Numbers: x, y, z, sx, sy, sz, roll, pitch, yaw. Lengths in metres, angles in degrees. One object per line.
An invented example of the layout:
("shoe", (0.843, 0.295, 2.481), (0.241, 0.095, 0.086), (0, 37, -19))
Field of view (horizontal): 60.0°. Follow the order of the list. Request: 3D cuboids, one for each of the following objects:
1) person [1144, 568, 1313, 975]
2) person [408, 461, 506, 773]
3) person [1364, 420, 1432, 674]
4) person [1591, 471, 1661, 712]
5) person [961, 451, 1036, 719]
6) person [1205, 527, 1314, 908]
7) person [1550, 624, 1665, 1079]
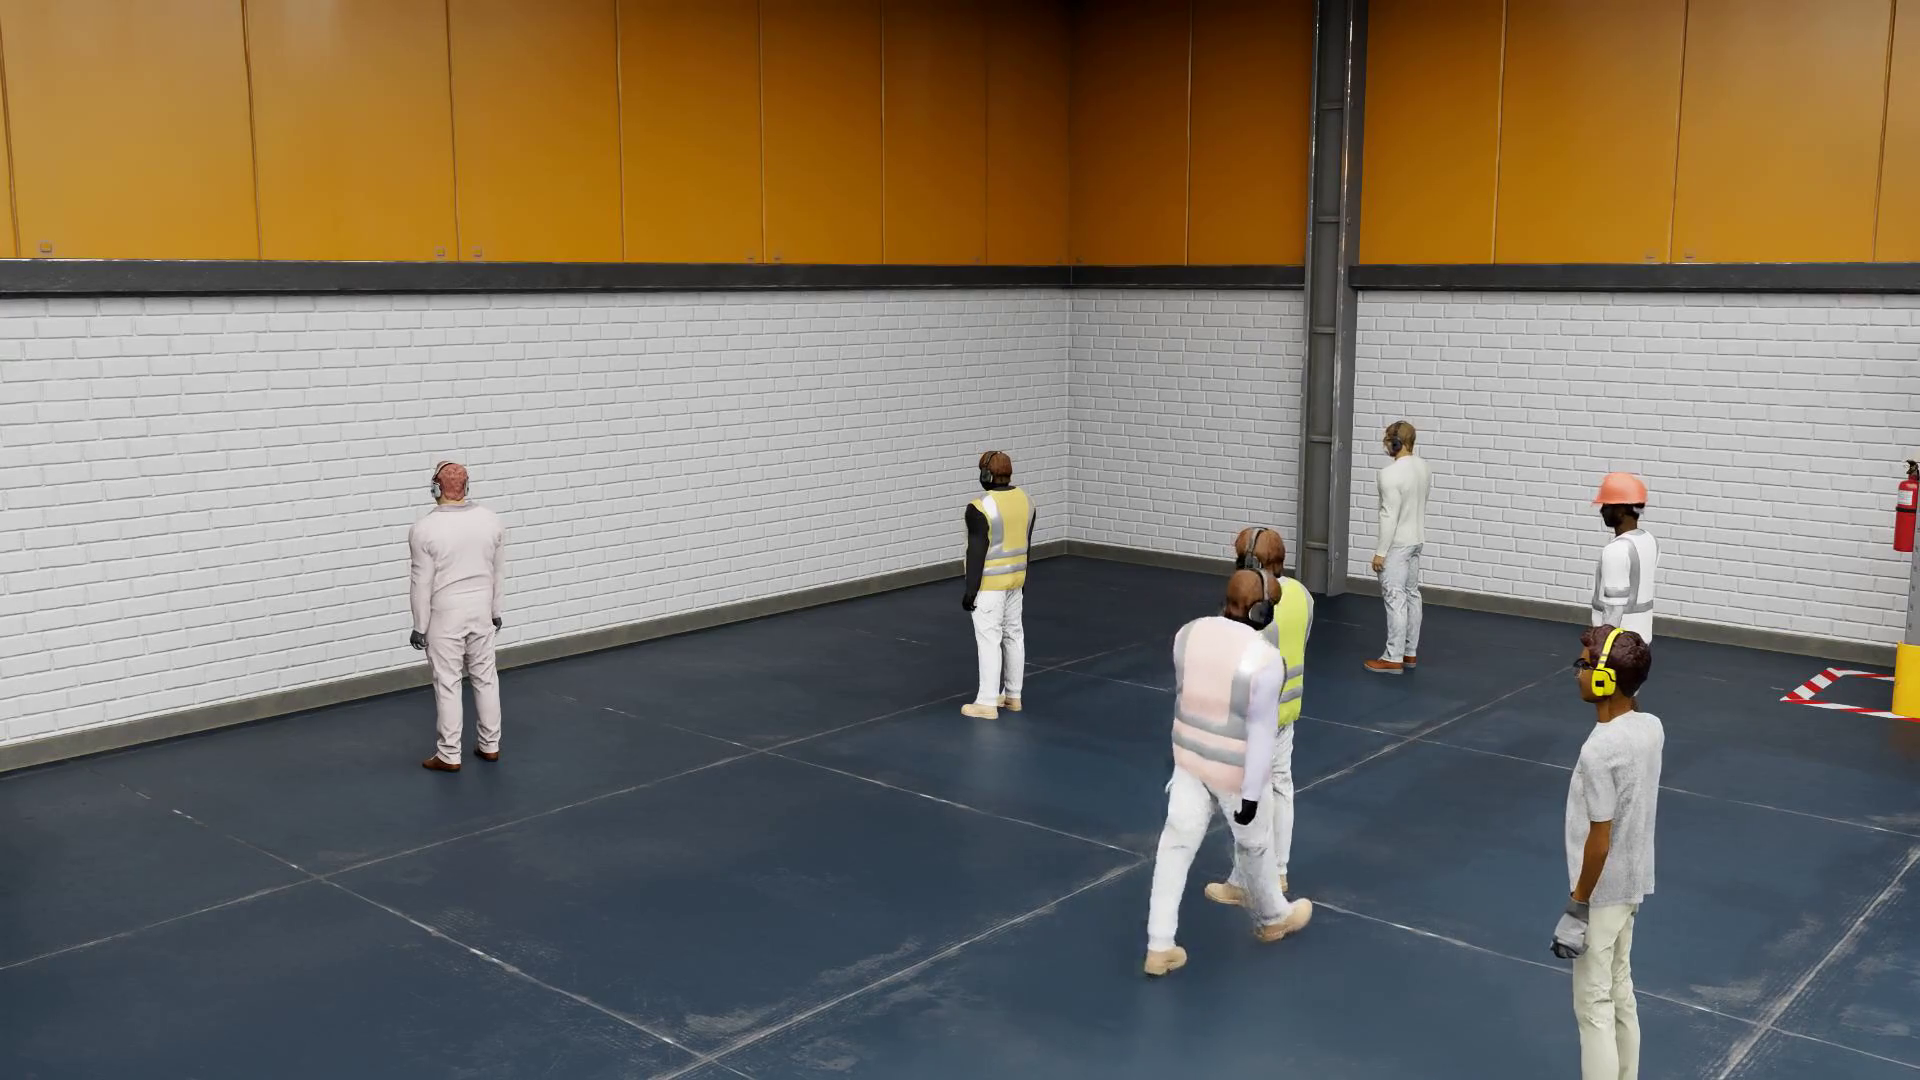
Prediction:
("person", (1.188, 0.996, 7.317), (0.626, 1.778, 1.008), (9, 13, 44))
("person", (-3.095, 0.466, 10.213), (0.410, 1.909, 0.643), (8, 12, 40))
("person", (3.349, 0.052, 12.709), (0.372, 1.940, 0.632), (8, 12, 40))
("person", (3.720, 0.574, 9.432), (0.355, 1.938, 0.544), (8, 12, 40))
("person", (0.235, 0.303, 11.439), (0.429, 1.844, 0.627), (8, 12, 40))
("person", (1.426, 0.845, 8.035), (0.429, 1.844, 0.627), (8, 12, 40))
("person", (2.179, 1.207, 5.673), (0.328, 1.872, 0.511), (8, 12, 40))
